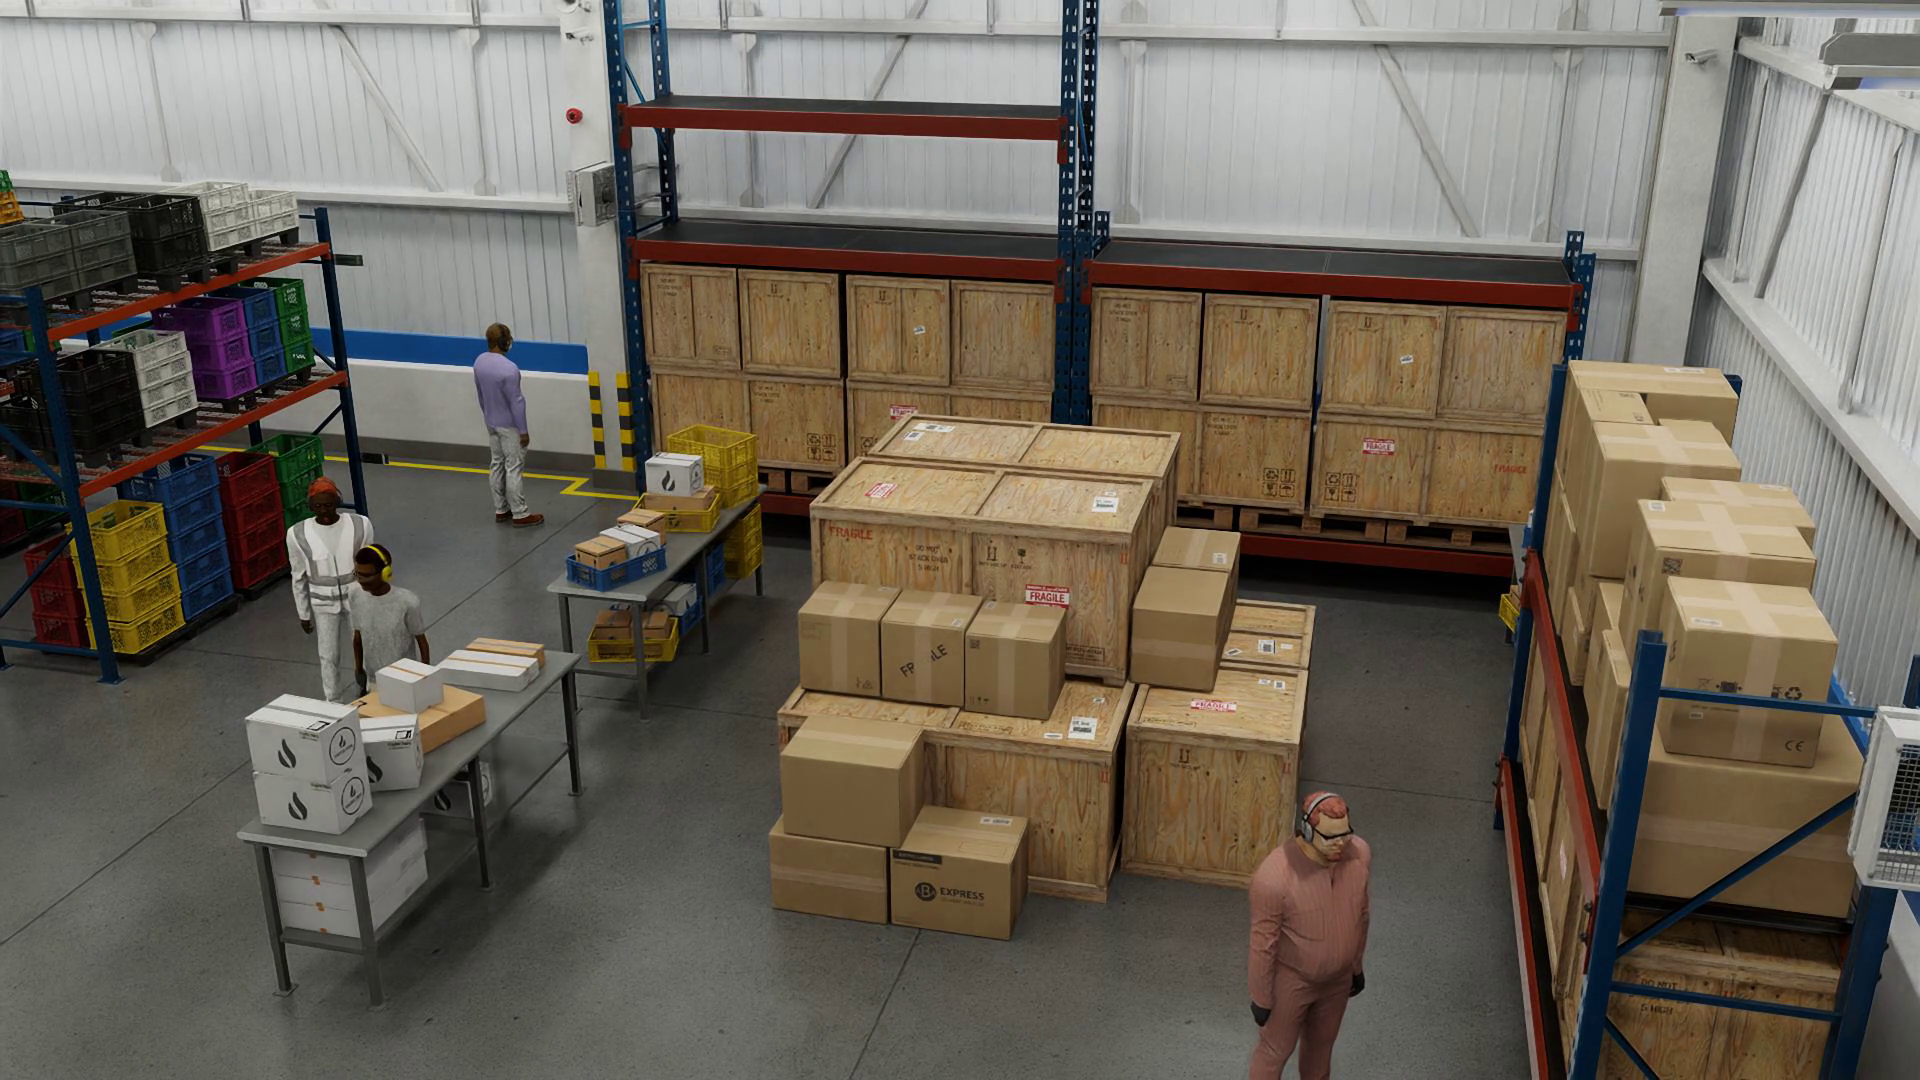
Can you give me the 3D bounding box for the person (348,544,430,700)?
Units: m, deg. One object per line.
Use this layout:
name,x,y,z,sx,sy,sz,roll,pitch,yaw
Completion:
person,-3.569,0.892,10.458,0.530,1.864,0.313,4,21,11

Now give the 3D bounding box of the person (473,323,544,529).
person,-4.227,-1.070,15.489,0.632,1.940,0.372,17,27,37

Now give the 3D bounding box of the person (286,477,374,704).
person,-4.324,0.449,11.606,0.581,1.879,0.345,-10,23,-24

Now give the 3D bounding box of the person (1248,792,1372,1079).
person,1.594,1.983,7.567,0.645,1.898,0.398,-10,23,-25
